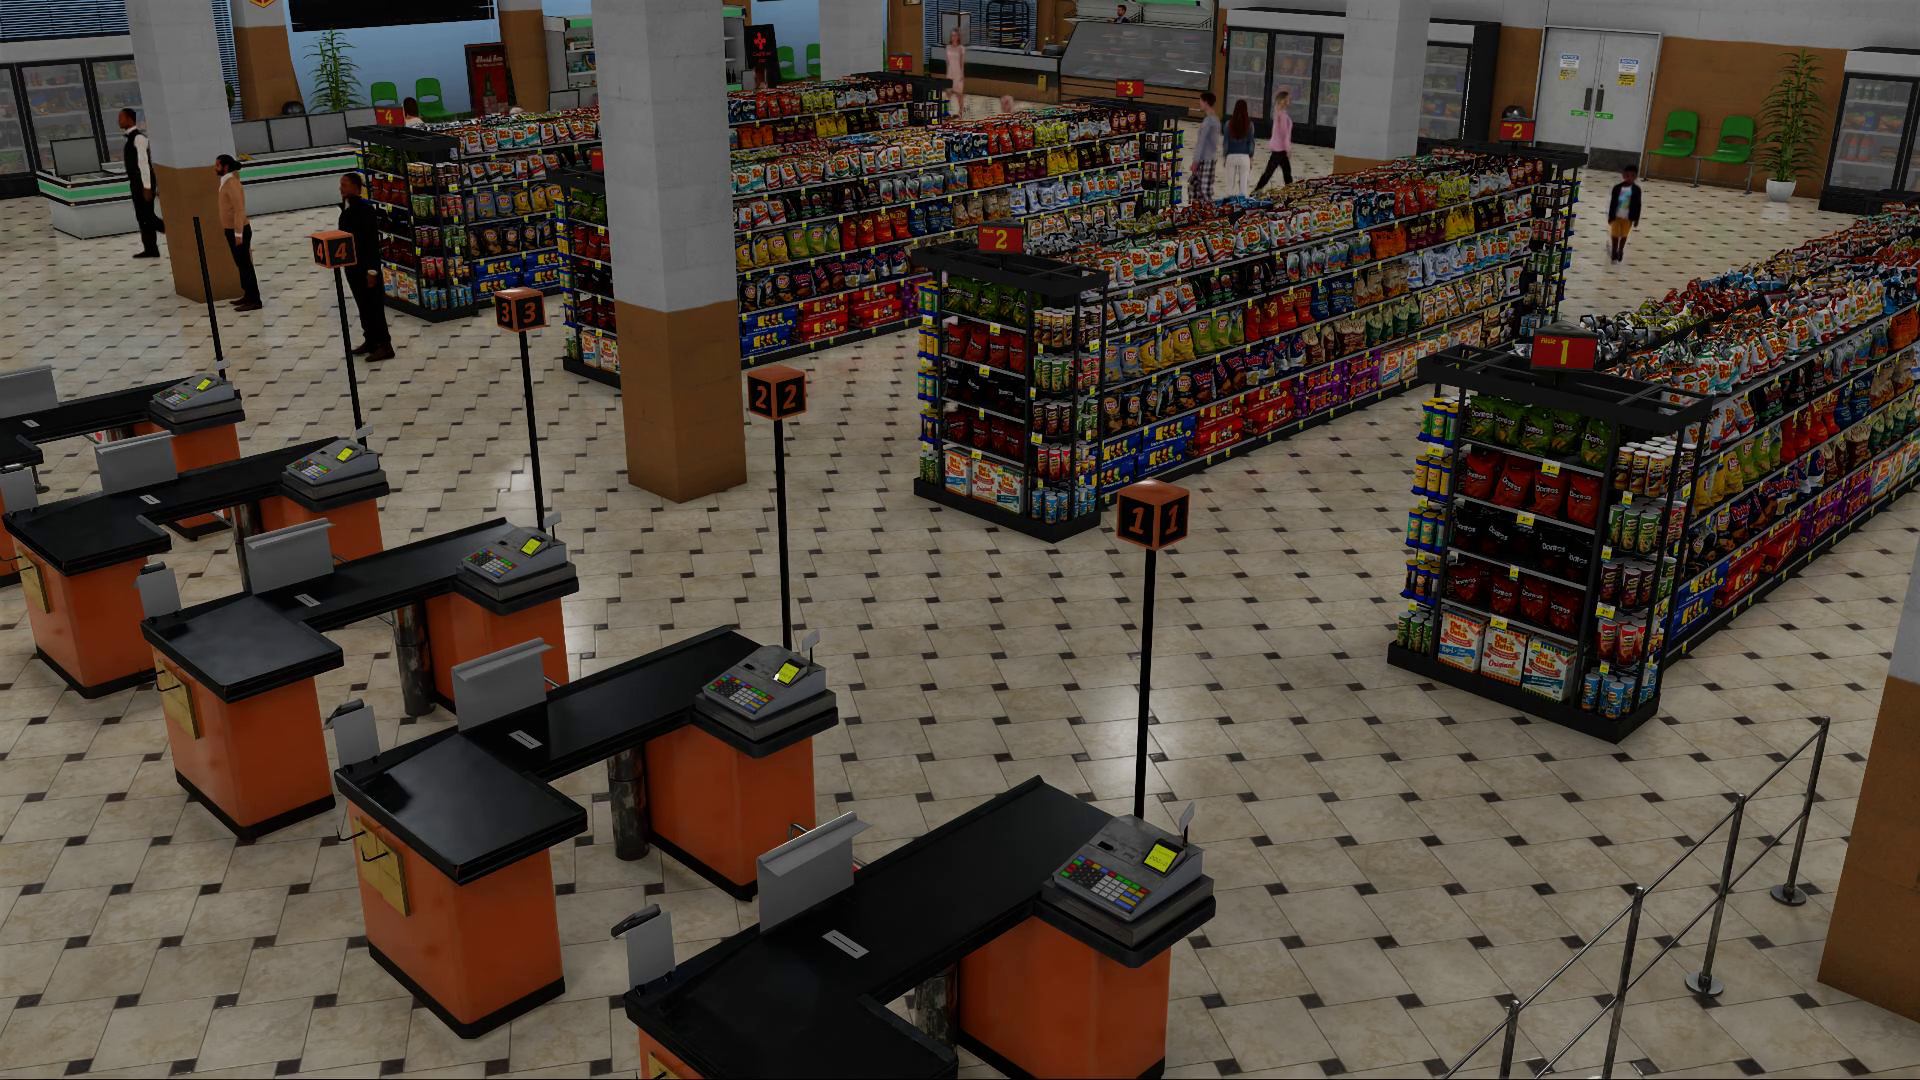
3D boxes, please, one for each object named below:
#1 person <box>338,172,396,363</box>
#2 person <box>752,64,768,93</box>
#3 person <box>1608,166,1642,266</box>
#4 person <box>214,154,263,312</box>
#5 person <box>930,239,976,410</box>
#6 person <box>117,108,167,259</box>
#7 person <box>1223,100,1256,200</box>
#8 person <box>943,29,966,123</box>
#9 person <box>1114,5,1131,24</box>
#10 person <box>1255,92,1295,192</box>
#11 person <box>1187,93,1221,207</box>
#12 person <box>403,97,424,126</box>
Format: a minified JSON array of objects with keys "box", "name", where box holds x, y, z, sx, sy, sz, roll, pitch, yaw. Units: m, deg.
[{"box":[-6.093,-2.798,16.998,0.590,1.904,0.686,-20,29,-40],"name":"person"},{"box":[-3.262,-7.127,28.026,0.806,1.714,0.748,-7,23,-16],"name":"person"},{"box":[8.477,-4.146,21.239,0.744,1.242,0.965,8,23,20],"name":"person"},{"box":[-8.254,-3.518,18.990,0.668,1.754,0.722,-12,25,-28],"name":"person"},{"box":[-0.025,-1.863,15.015,0.872,1.647,1.164,12,25,27],"name":"person"},{"box":[-10.460,-4.599,21.471,0.932,1.910,0.772,-16,27,-34],"name":"person"},{"box":[3.984,-5.438,23.836,0.689,1.703,0.694,5,22,13],"name":"person"},{"box":[-0.049,-9.250,33.189,0.785,1.804,0.971,9,24,21],"name":"person"},{"box":[3.719,-11.422,38.509,0.566,1.868,0.618,-20,29,-41],"name":"person"},{"box":[4.685,-5.833,24.909,1.115,1.637,1.099,2,22,4],"name":"person"},{"box":[3.570,-5.357,23.463,0.890,1.832,0.837,4,22,11],"name":"person"},{"box":[-7.961,-5.598,24.270,0.682,1.677,0.659,10,24,23],"name":"person"}]
